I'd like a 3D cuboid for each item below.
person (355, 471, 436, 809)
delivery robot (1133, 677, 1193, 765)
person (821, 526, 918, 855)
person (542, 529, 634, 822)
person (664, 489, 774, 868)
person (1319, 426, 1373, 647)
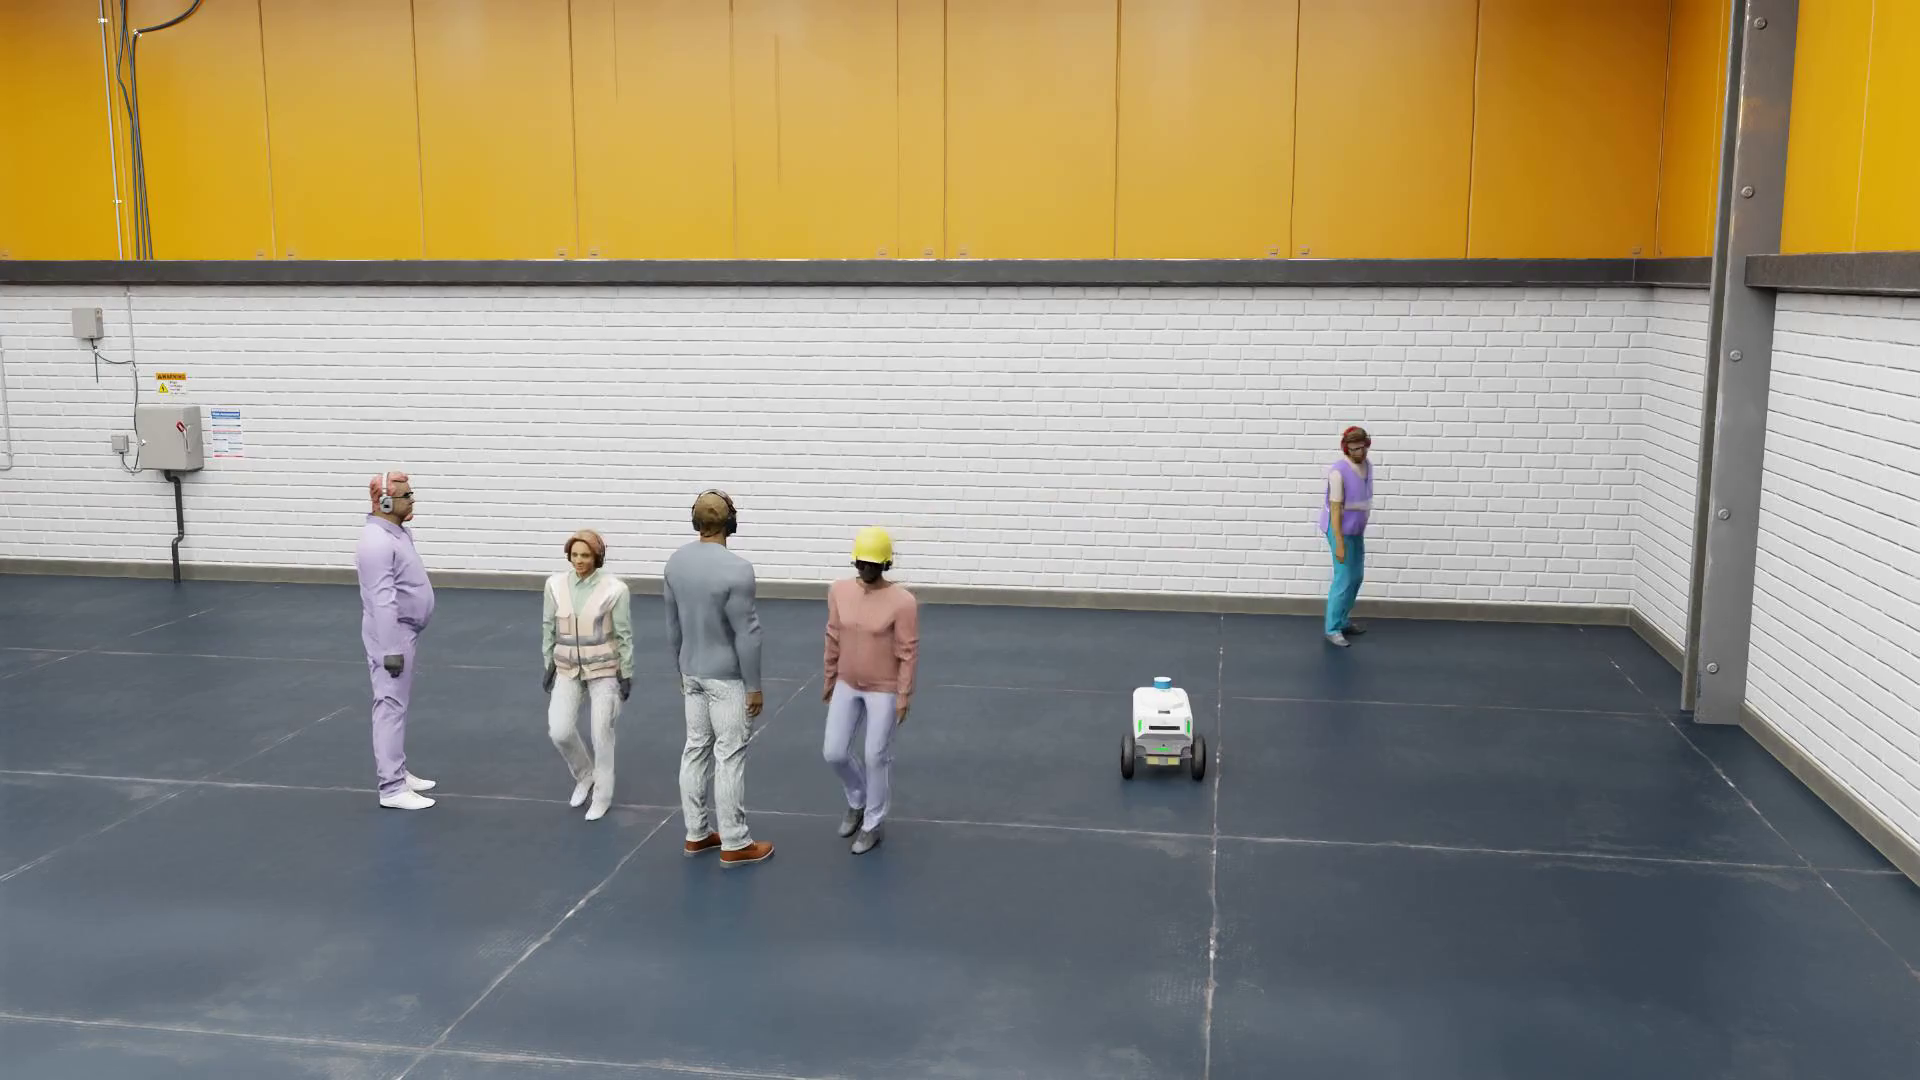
[{"bbox_3d":[-3.189,0.560,9.452,0.405,1.911,0.636,-2,10,-14],"label":"person"},{"bbox_3d":[1.229,1.079,10.125,0.477,0.478,0.707,1,9,4],"label":"delivery robot"},{"bbox_3d":[-0.483,0.776,8.604,0.551,1.740,0.380,4,10,23],"label":"person"},{"bbox_3d":[-2.054,0.745,9.156,0.548,1.621,0.367,2,9,11],"label":"person"},{"bbox_3d":[-1.232,0.699,8.494,0.635,1.940,0.366,8,12,40],"label":"person"},{"bbox_3d":[3.136,-0.036,13.447,0.453,1.804,0.658,7,12,39],"label":"person"}]
